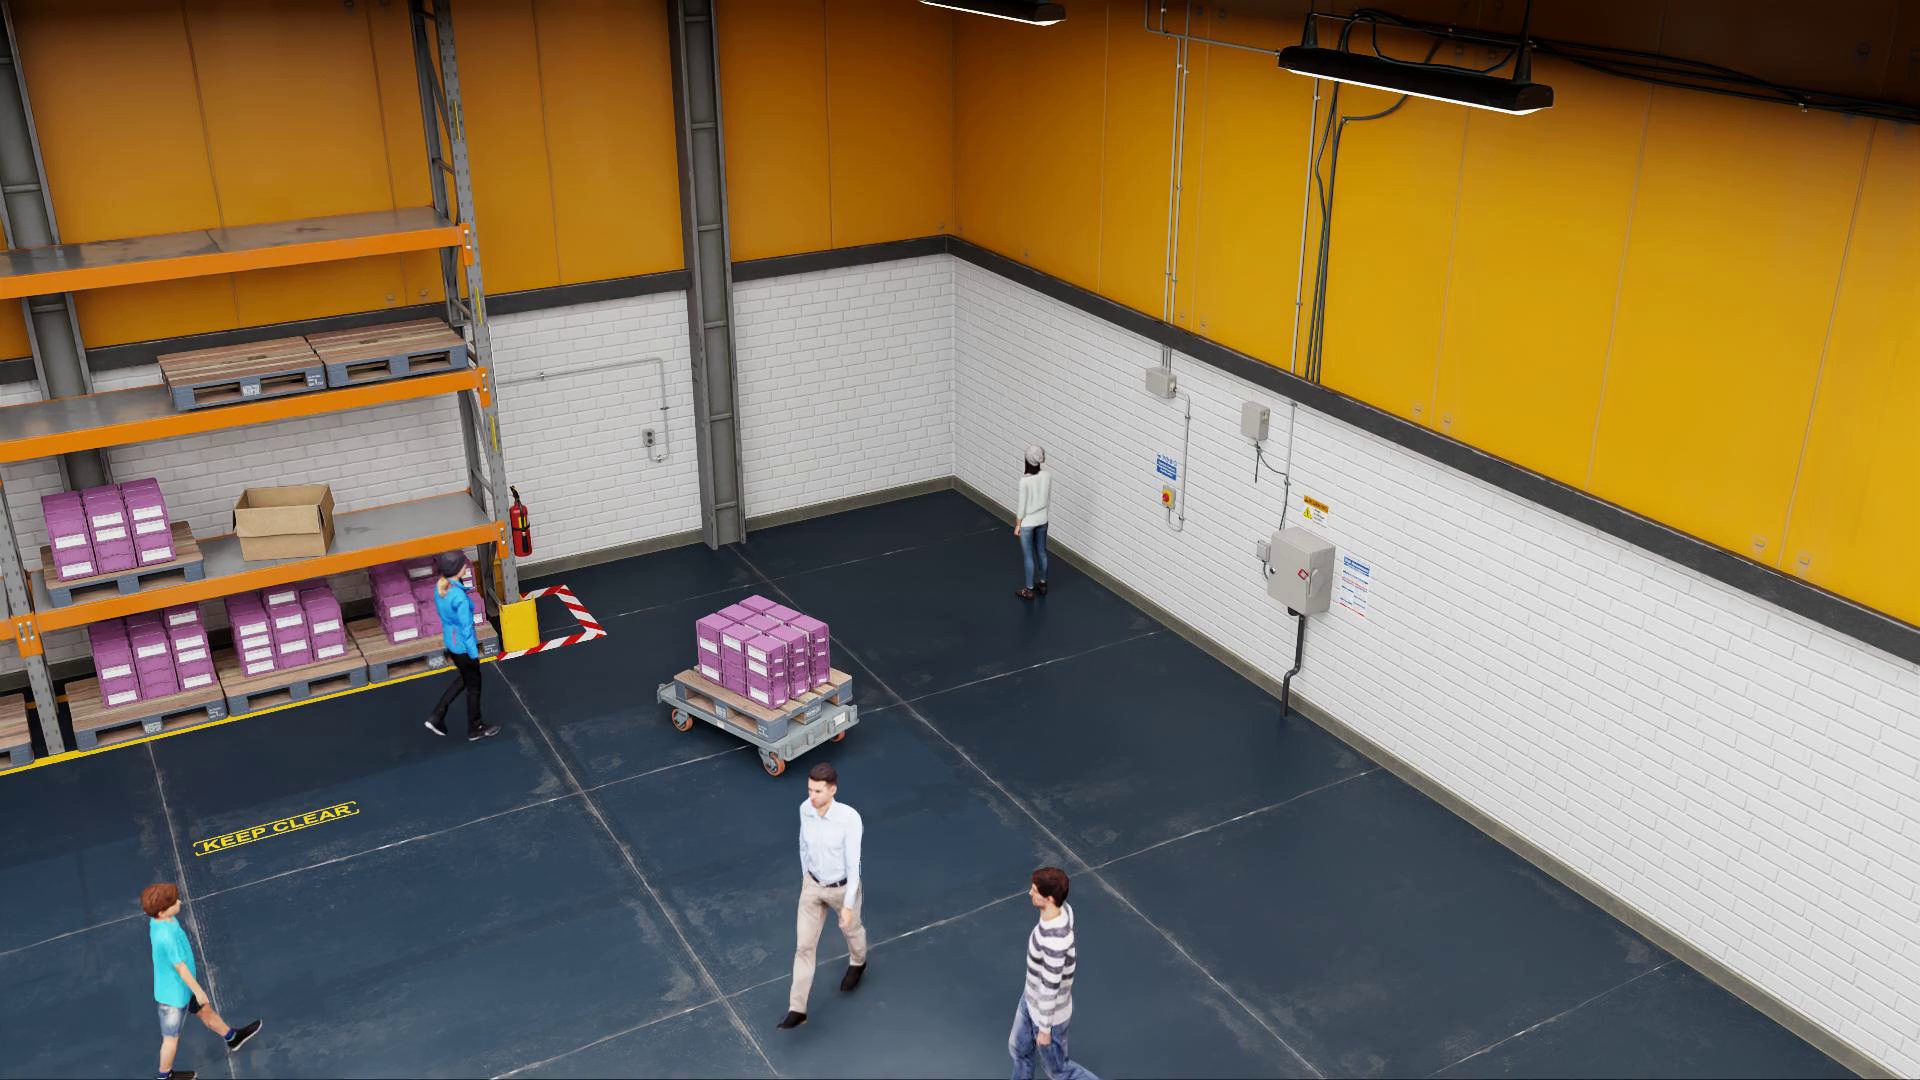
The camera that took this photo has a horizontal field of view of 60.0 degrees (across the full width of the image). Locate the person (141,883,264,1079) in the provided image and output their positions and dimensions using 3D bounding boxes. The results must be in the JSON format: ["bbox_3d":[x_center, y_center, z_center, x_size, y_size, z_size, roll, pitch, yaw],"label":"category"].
[{"bbox_3d":[-4.920,2.775,10.272,0.893,1.419,0.533,-14,27,-29],"label":"person"}]

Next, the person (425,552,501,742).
[{"bbox_3d":[-4.281,0.940,14.018,0.882,1.779,0.687,-17,29,-34],"label":"person"}]

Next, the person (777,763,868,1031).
[{"bbox_3d":[-0.798,2.268,10.966,1.118,1.791,1.255,9,25,20],"label":"person"}]

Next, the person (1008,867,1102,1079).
[{"bbox_3d":[0.616,2.755,9.816,1.227,1.821,1.029,0,24,1],"label":"person"}]

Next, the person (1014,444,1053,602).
[{"bbox_3d":[0.742,-0.197,16.788,0.460,1.644,0.652,-17,29,-34],"label":"person"}]
